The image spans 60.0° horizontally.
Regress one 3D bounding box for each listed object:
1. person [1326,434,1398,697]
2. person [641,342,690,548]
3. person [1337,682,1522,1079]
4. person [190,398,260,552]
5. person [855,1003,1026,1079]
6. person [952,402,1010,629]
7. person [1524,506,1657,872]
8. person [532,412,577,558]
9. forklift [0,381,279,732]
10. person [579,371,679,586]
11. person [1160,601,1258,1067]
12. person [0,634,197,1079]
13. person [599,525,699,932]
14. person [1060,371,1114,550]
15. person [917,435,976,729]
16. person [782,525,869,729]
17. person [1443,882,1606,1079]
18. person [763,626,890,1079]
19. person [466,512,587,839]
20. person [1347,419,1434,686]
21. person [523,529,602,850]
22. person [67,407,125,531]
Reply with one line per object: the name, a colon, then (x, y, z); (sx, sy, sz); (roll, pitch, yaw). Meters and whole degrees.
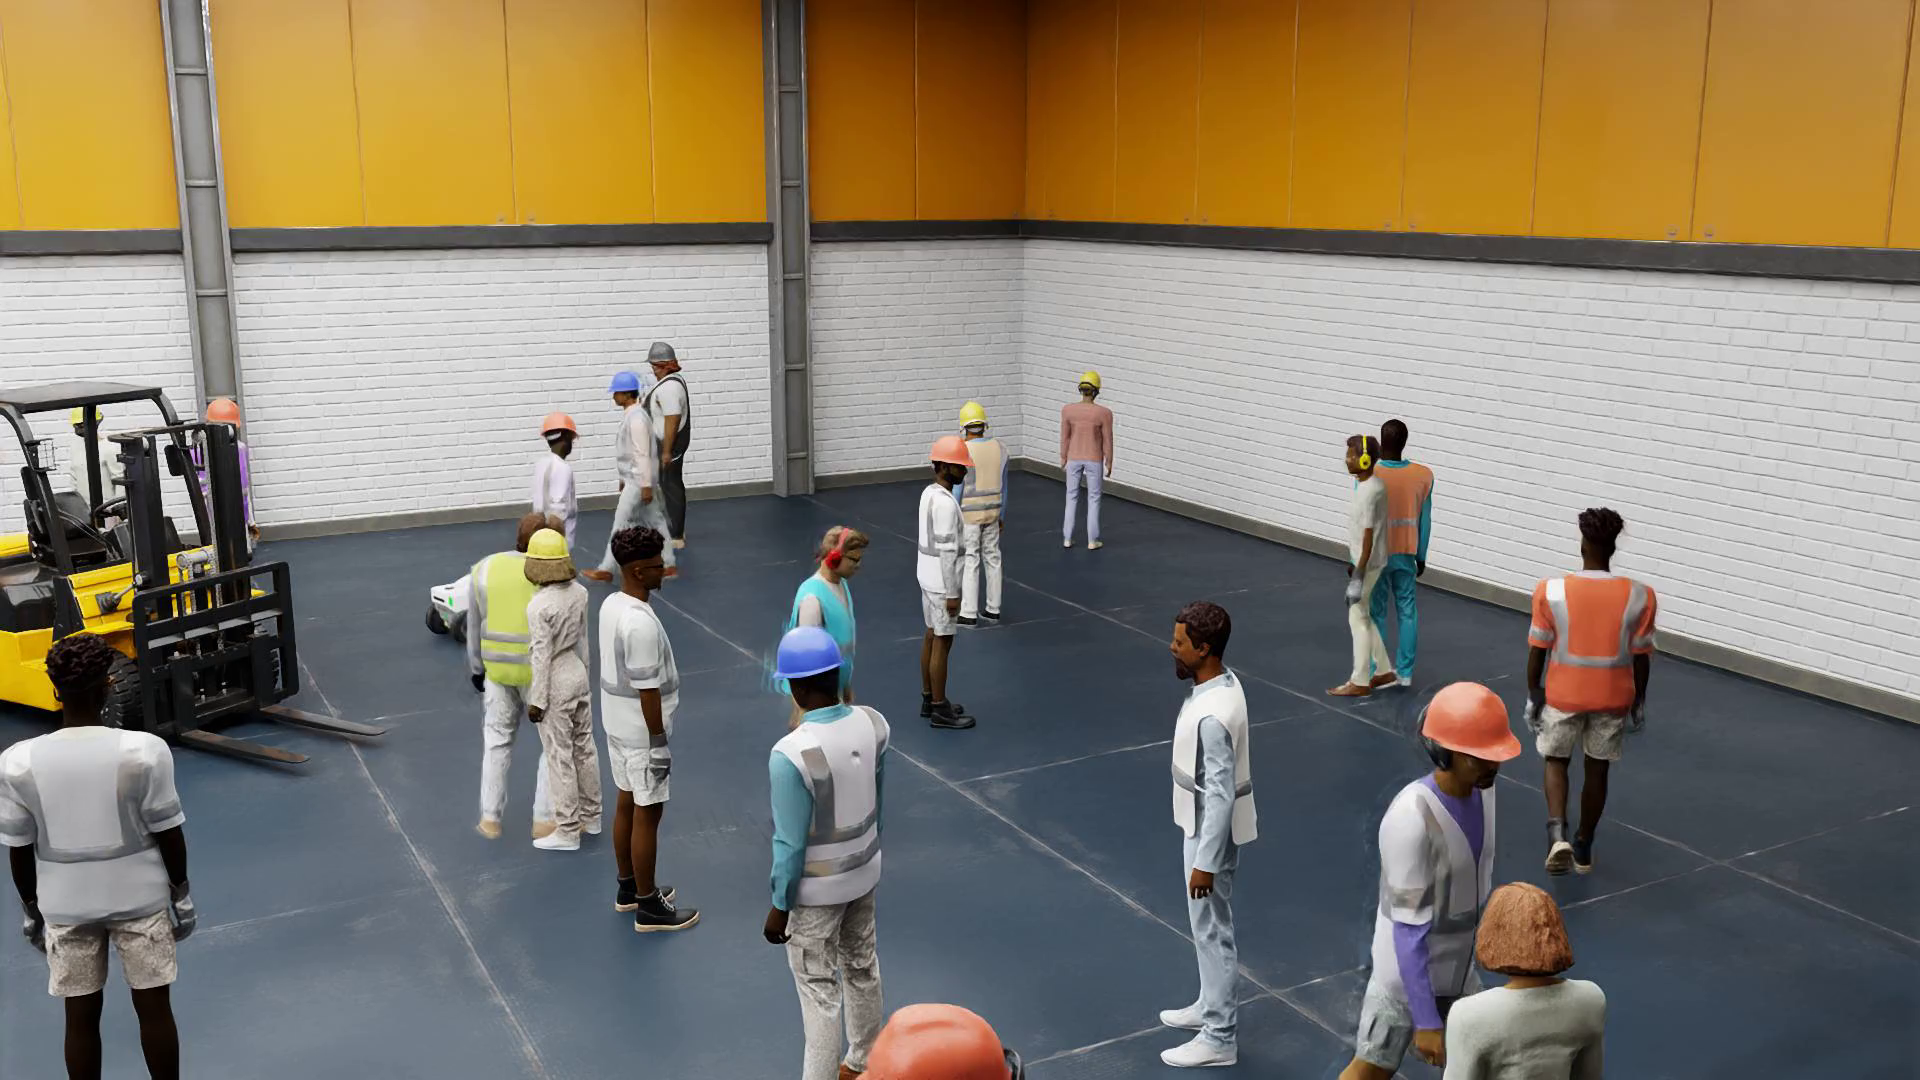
person: (2.795, 0.199, 11.514); (0.387, 1.871, 0.561); (4, 13, 17)
person: (-2.920, -0.937, 16.355); (0.538, 2.000, 0.689); (-1, 12, -5)
person: (1.598, 1.415, 5.461); (0.627, 1.979, 1.072); (-11, 17, -43)
person: (-5.655, -0.138, 12.873); (0.374, 1.928, 0.542); (5, 13, 21)
person: (-0.017, 1.852, 3.281); (0.395, 2.040, 0.609); (-7, 14, -31)
person: (0.120, -0.197, 13.383); (0.591, 1.829, 0.404); (-9, 15, -36)
person: (3.190, 0.797, 8.462); (0.604, 1.949, 0.581); (4, 13, 17)
person: (-2.937, 0.026, 12.202); (0.441, 1.889, 0.713); (-6, 13, -26)
forklift: (-5.853, 0.085, 11.199); (2.313, 2.155, 1.214); (7, 14, 28)
person: (-2.981, -0.540, 14.788); (0.970, 1.904, 0.636); (-2, 12, -11)
person: (1.014, 1.182, 6.713); (0.370, 1.916, 0.597); (2, 12, 8)
person: (-3.106, 1.298, 6.050); (0.600, 1.967, 0.368); (-2, 12, -11)
person: (-1.520, 0.891, 7.963); (0.368, 1.966, 0.602); (-6, 14, -28)
person: (1.243, -0.773, 16.272); (0.532, 1.756, 0.339); (4, 13, 17)
person: (-0.091, 0.272, 10.942); (0.376, 1.933, 0.545); (-2, 12, -11)
person: (-0.708, 0.807, 8.740); (0.511, 1.800, 0.629); (2, 12, 8)
person: (1.567, 1.757, 4.713); (0.505, 1.627, 0.278); (-3, 12, -15)
person: (-0.510, 1.269, 6.255); (0.400, 1.938, 0.602); (8, 14, 33)
person: (-2.357, 0.741, 9.059); (0.686, 1.809, 0.435); (4, 13, 16)
person: (3.043, 0.104, 11.762); (0.587, 1.920, 0.390); (-2, 12, -11)
person: (-2.164, 0.797, 8.929); (0.322, 1.742, 0.493); (4, 13, 19)
person: (-7.215, -0.275, 13.900); (0.534, 1.767, 0.319); (4, 13, 19)
